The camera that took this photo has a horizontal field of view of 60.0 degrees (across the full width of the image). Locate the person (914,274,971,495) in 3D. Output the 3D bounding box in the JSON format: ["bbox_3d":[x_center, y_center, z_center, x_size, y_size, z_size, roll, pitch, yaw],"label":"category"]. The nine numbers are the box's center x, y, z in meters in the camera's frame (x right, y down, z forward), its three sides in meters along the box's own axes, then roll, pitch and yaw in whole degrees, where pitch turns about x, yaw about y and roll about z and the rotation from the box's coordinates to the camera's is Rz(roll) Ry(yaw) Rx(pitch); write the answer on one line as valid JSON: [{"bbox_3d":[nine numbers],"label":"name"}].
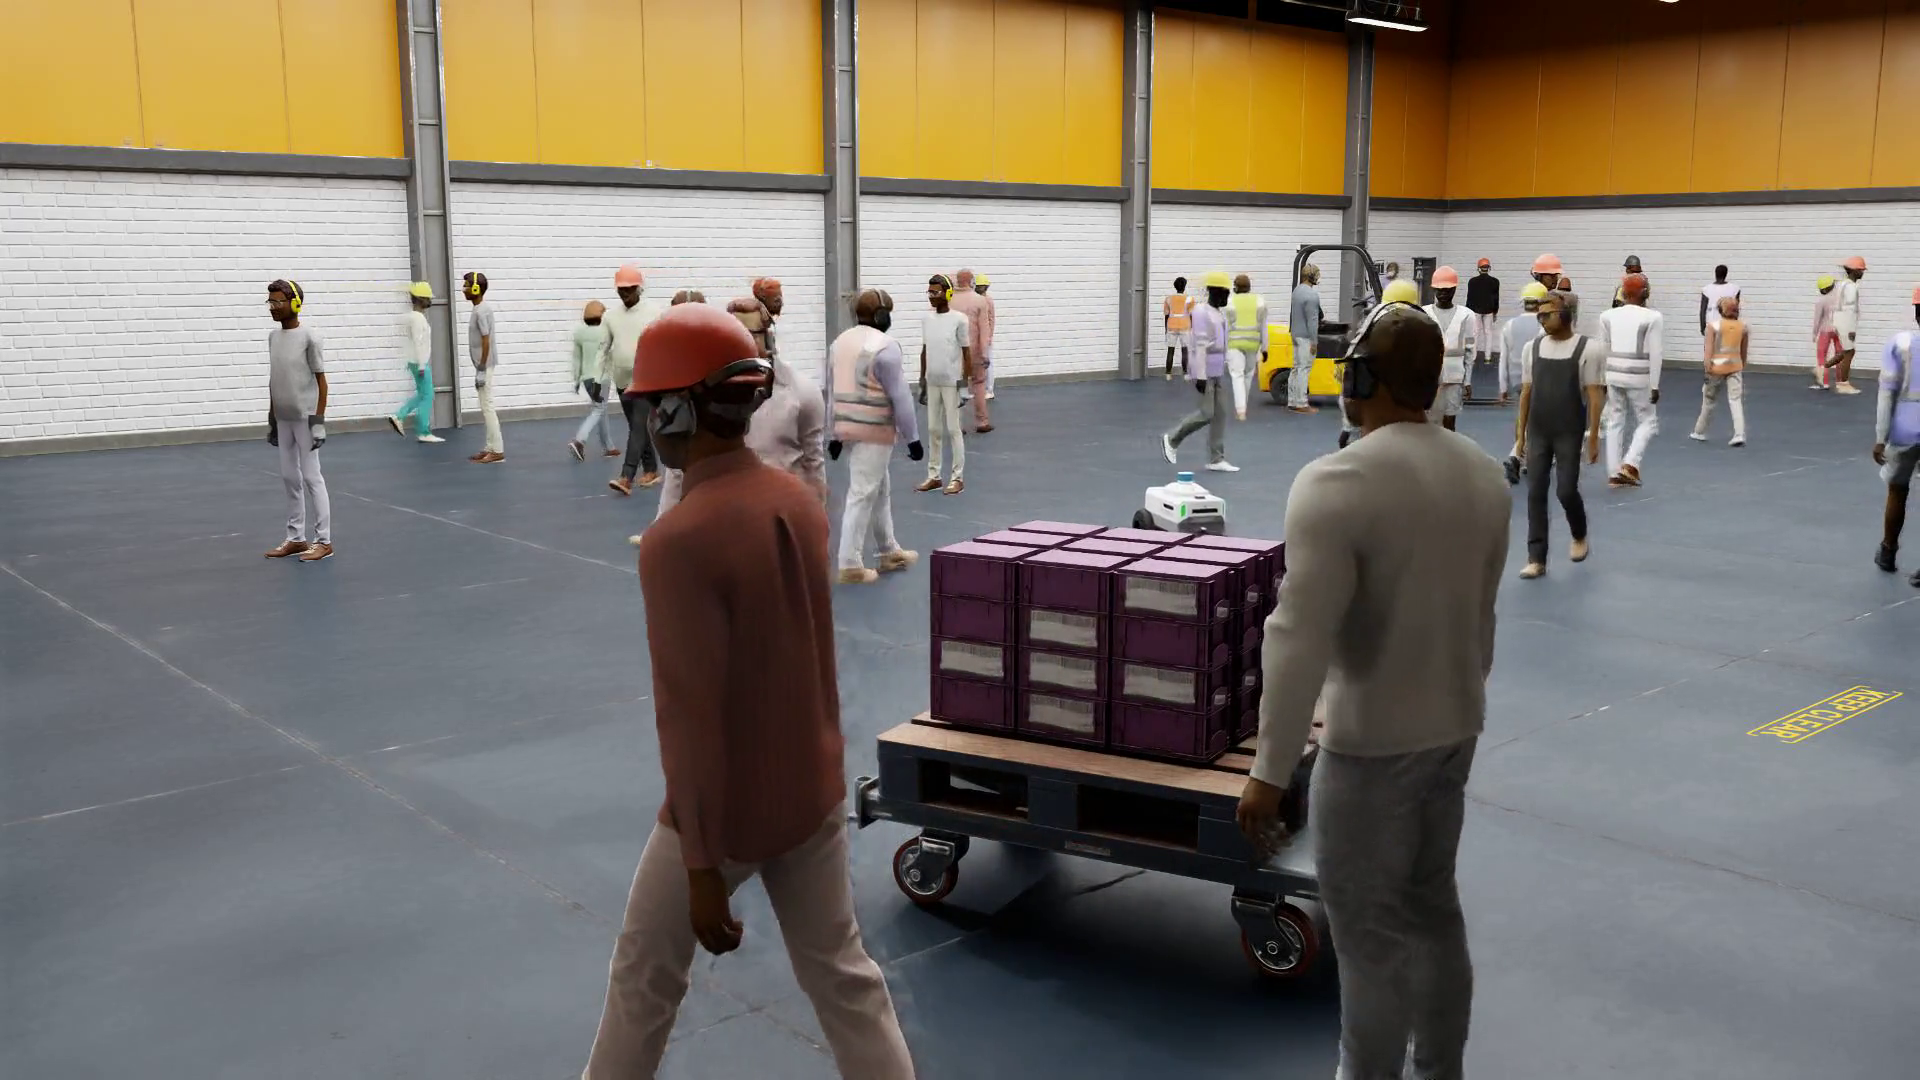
[{"bbox_3d":[-0.145,-1.319,14.164,0.521,1.870,0.319,7,12,36],"label":"person"}]

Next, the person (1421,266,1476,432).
[{"bbox_3d":[4.192,-1.410,14.495,0.550,1.935,0.376,2,10,10],"label":"person"}]

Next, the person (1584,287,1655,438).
[{"bbox_3d":[7.422,-1.982,18.562,0.921,1.692,0.499,-1,10,-7],"label":"person"}]

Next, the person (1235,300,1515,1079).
[{"bbox_3d":[0.914,0.458,3.619,0.720,1.926,0.388,-8,13,-40],"label":"person"}]

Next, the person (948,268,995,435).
[{"bbox_3d":[0.114,-2.135,18.891,0.680,1.877,0.811,5,11,26],"label":"person"}]

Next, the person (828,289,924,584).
[{"bbox_3d":[-0.472,-0.648,10.397,0.830,1.809,0.641,-6,12,-33],"label":"person"}]

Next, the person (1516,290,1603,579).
[{"bbox_3d":[3.798,-0.675,10.540,0.534,1.820,0.649,8,13,39],"label":"person"}]

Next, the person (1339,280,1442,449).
[{"bbox_3d":[2.802,-0.749,10.853,0.593,1.861,1.033,7,12,35],"label":"person"}]

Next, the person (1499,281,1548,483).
[{"bbox_3d":[5.097,-1.412,14.901,0.824,1.806,0.590,-8,13,-39],"label":"person"}]

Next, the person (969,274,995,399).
[{"bbox_3d":[0.298,-2.872,23.563,0.319,1.766,0.534,-5,11,-25],"label":"person"}]

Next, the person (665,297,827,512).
[{"bbox_3d":[-0.886,-0.081,6.954,0.647,1.867,0.989,1,10,4],"label":"person"}]

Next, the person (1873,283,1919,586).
[{"bbox_3d":[5.982,-0.674,10.327,0.564,1.890,0.980,3,10,17],"label":"person"}]

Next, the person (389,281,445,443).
[{"bbox_3d":[-5.893,-1.918,18.009,0.489,1.748,0.540,-4,10,-20],"label":"person"}]

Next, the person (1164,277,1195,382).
[{"bbox_3d":[3.537,-3.394,26.845,0.531,1.691,0.321,4,11,23],"label":"person"}]

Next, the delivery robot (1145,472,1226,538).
[{"bbox_3d":[1.526,-0.219,11.293,0.477,0.478,0.707,-3,10,-14],"label":"delivery robot"}]

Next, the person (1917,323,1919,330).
[{"bbox_3d":[10.423,-1.912,17.741,0.404,1.830,0.602,1,10,7],"label":"person"}]

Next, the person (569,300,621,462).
[{"bbox_3d":[-3.640,-1.584,16.515,0.522,1.599,0.797,5,11,25],"label":"person"}]

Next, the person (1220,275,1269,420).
[{"bbox_3d":[3.501,-2.400,20.763,0.636,1.782,0.986,-1,10,-5],"label":"person"}]

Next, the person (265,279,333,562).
[{"bbox_3d":[-4.430,-0.791,11.069,0.528,1.871,0.323,5,11,27],"label":"person"}]

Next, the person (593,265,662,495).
[{"bbox_3d":[-2.835,-1.376,14.296,0.652,1.935,1.041,3,10,16],"label":"person"}]

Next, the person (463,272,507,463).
[{"bbox_3d":[-4.678,-1.671,16.303,0.466,1.882,0.558,-2,10,-13],"label":"person"}]

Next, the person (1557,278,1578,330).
[{"bbox_3d":[10.942,-3.940,30.198,0.507,1.631,0.266,2,10,10],"label":"person"}]

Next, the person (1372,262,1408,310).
[{"bbox_3d":[8.001,-4.224,31.066,0.641,1.902,0.885,9,13,43],"label":"person"}]

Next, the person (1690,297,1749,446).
[{"bbox_3d":[8.223,-1.813,17.870,0.536,1.592,0.876,-1,10,-4],"label":"person"}]

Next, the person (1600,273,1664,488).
[{"bbox_3d":[5.817,-1.371,14.452,0.404,1.870,0.593,-9,13,-42],"label":"person"}]

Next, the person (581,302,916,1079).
[{"bbox_3d":[-0.473,0.504,3.319,1.077,1.927,0.596,5,11,28],"label":"person"}]

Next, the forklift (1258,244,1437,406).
[{"bbox_3d":[5.256,-2.933,22.661,2.313,2.155,1.214,3,10,16],"label":"forklift"}]

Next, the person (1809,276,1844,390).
[{"bbox_3d":[13.290,-3.140,25.264,0.674,1.720,0.333,0,10,-2],"label":"person"}]

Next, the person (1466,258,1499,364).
[{"bbox_3d":[9.777,-4.280,31.163,0.617,1.986,0.400,-1,10,-4],"label":"person"}]

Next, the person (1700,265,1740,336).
[{"bbox_3d":[12.408,-3.545,27.210,0.589,1.865,1.010,4,10,22],"label":"person"}]

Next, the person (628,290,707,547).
[{"bbox_3d":[-1.792,-0.812,11.433,0.960,1.797,0.637,-1,10,-4],"label":"person"}]

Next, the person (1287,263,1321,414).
[{"bbox_3d":[4.435,-2.577,21.370,0.363,1.934,0.630,-2,10,-10],"label":"person"}]

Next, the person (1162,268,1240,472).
[{"bbox_3d":[2.296,-1.589,15.622,0.661,1.909,0.606,6,12,33],"label":"person"}]

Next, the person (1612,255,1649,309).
[{"bbox_3d":[11.789,-4.002,29.371,0.685,2.000,0.538,-7,12,-36],"label":"person"}]

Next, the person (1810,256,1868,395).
[{"bbox_3d":[12.952,-3.143,24.396,0.602,2.027,0.629,3,10,18],"label":"person"}]

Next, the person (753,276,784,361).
[{"bbox_3d":[-1.468,-1.035,12.490,0.406,1.872,0.605,-1,10,-6],"label":"person"}]

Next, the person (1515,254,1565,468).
[{"bbox_3d":[5.571,-1.706,15.918,0.614,2.042,0.373,-8,12,-38],"label":"person"}]
